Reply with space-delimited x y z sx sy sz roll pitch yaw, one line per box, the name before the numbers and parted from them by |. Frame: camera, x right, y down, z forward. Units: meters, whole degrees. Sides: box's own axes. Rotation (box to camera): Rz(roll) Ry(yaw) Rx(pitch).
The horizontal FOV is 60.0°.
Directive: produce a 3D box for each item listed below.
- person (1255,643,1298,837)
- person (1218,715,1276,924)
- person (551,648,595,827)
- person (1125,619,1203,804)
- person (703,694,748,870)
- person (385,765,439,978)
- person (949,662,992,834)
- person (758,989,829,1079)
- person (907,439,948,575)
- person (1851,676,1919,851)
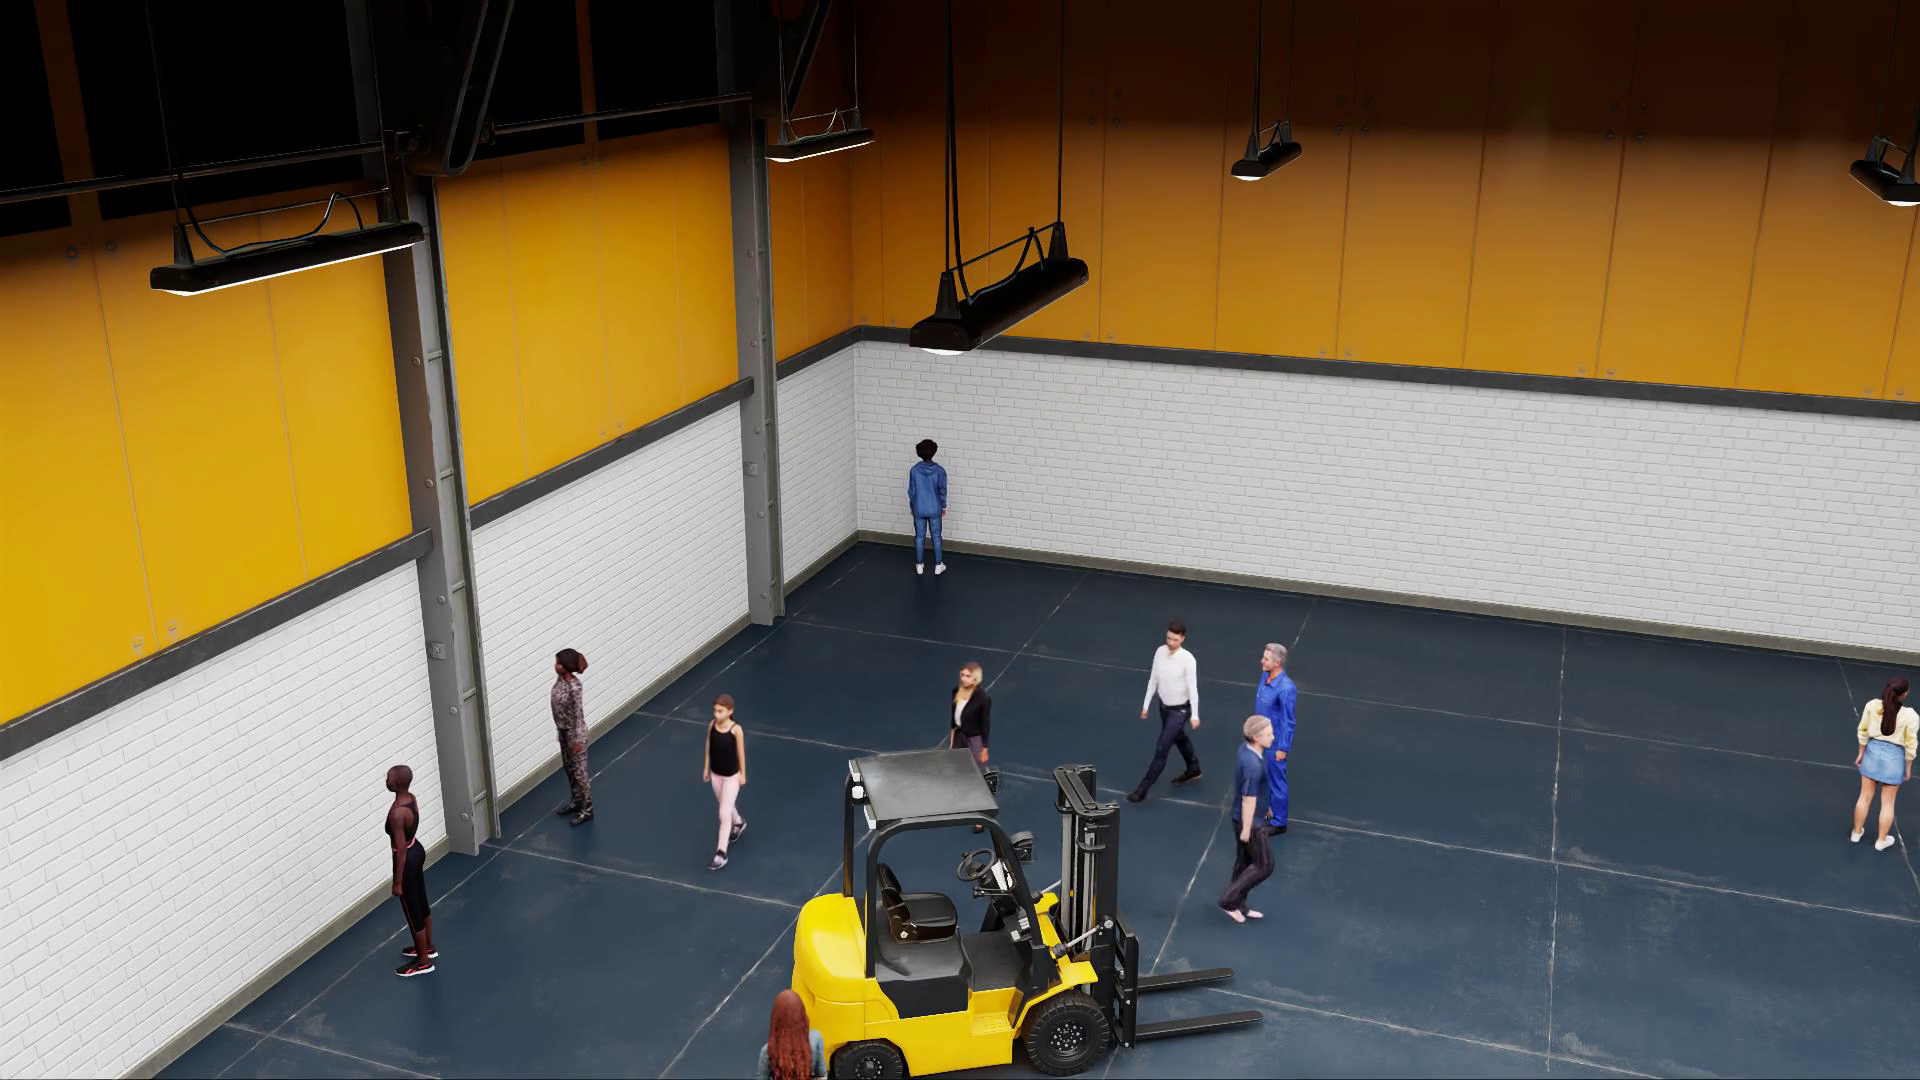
person | 2.867 1.800 15.206 0.862 1.827 0.717 -4 19 -12
person | 2.301 2.294 13.692 0.816 1.857 0.717 2 19 6
person | -3.579 1.800 15.384 0.722 1.713 0.679 -12 22 -32
person | 2.101 1.599 15.831 1.326 1.810 1.161 -11 22 -30
person | -2.063 2.080 14.840 0.594 1.531 1.017 9 21 26
person | -4.312 2.562 13.051 0.714 1.758 0.598 -2 19 -5
person | 0.104 1.880 15.220 0.670 1.668 0.664 17 25 40
person | -0.969 3.563 10.118 0.779 1.734 0.839 -9 21 -25
person | -0.425 -0.443 21.896 0.718 1.810 0.633 2 19 6
person | 8.311 1.984 14.967 0.716 1.630 0.686 17 25 42
